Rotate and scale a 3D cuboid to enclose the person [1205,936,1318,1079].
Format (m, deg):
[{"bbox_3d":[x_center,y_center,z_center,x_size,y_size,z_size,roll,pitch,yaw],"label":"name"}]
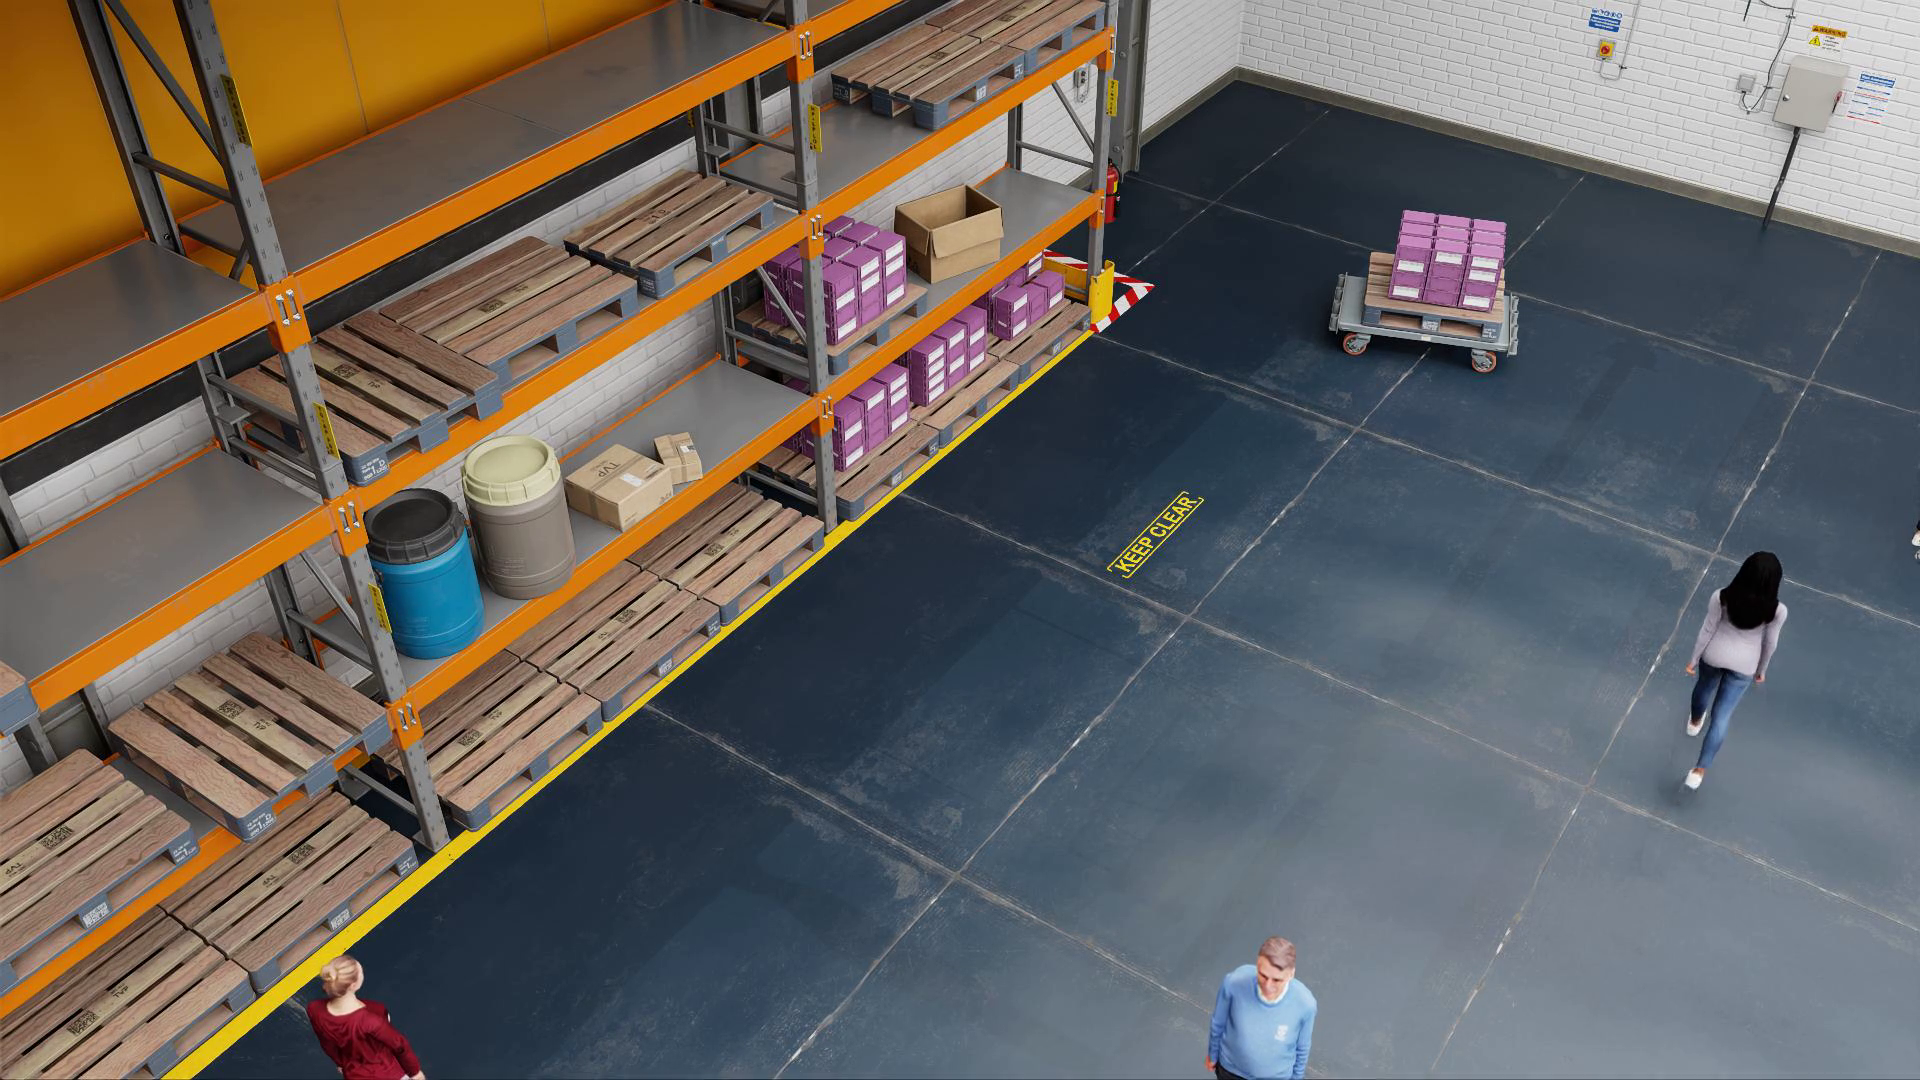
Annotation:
[{"bbox_3d":[1.494,2.601,8.374,0.716,1.820,0.671,12,40,14],"label":"person"}]

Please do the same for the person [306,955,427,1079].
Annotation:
[{"bbox_3d":[-2.951,2.664,8.385,0.679,1.708,0.642,7,39,9],"label":"person"}]

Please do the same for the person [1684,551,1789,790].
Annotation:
[{"bbox_3d":[4.911,0.854,10.658,0.722,1.700,1.178,19,42,22],"label":"person"}]
